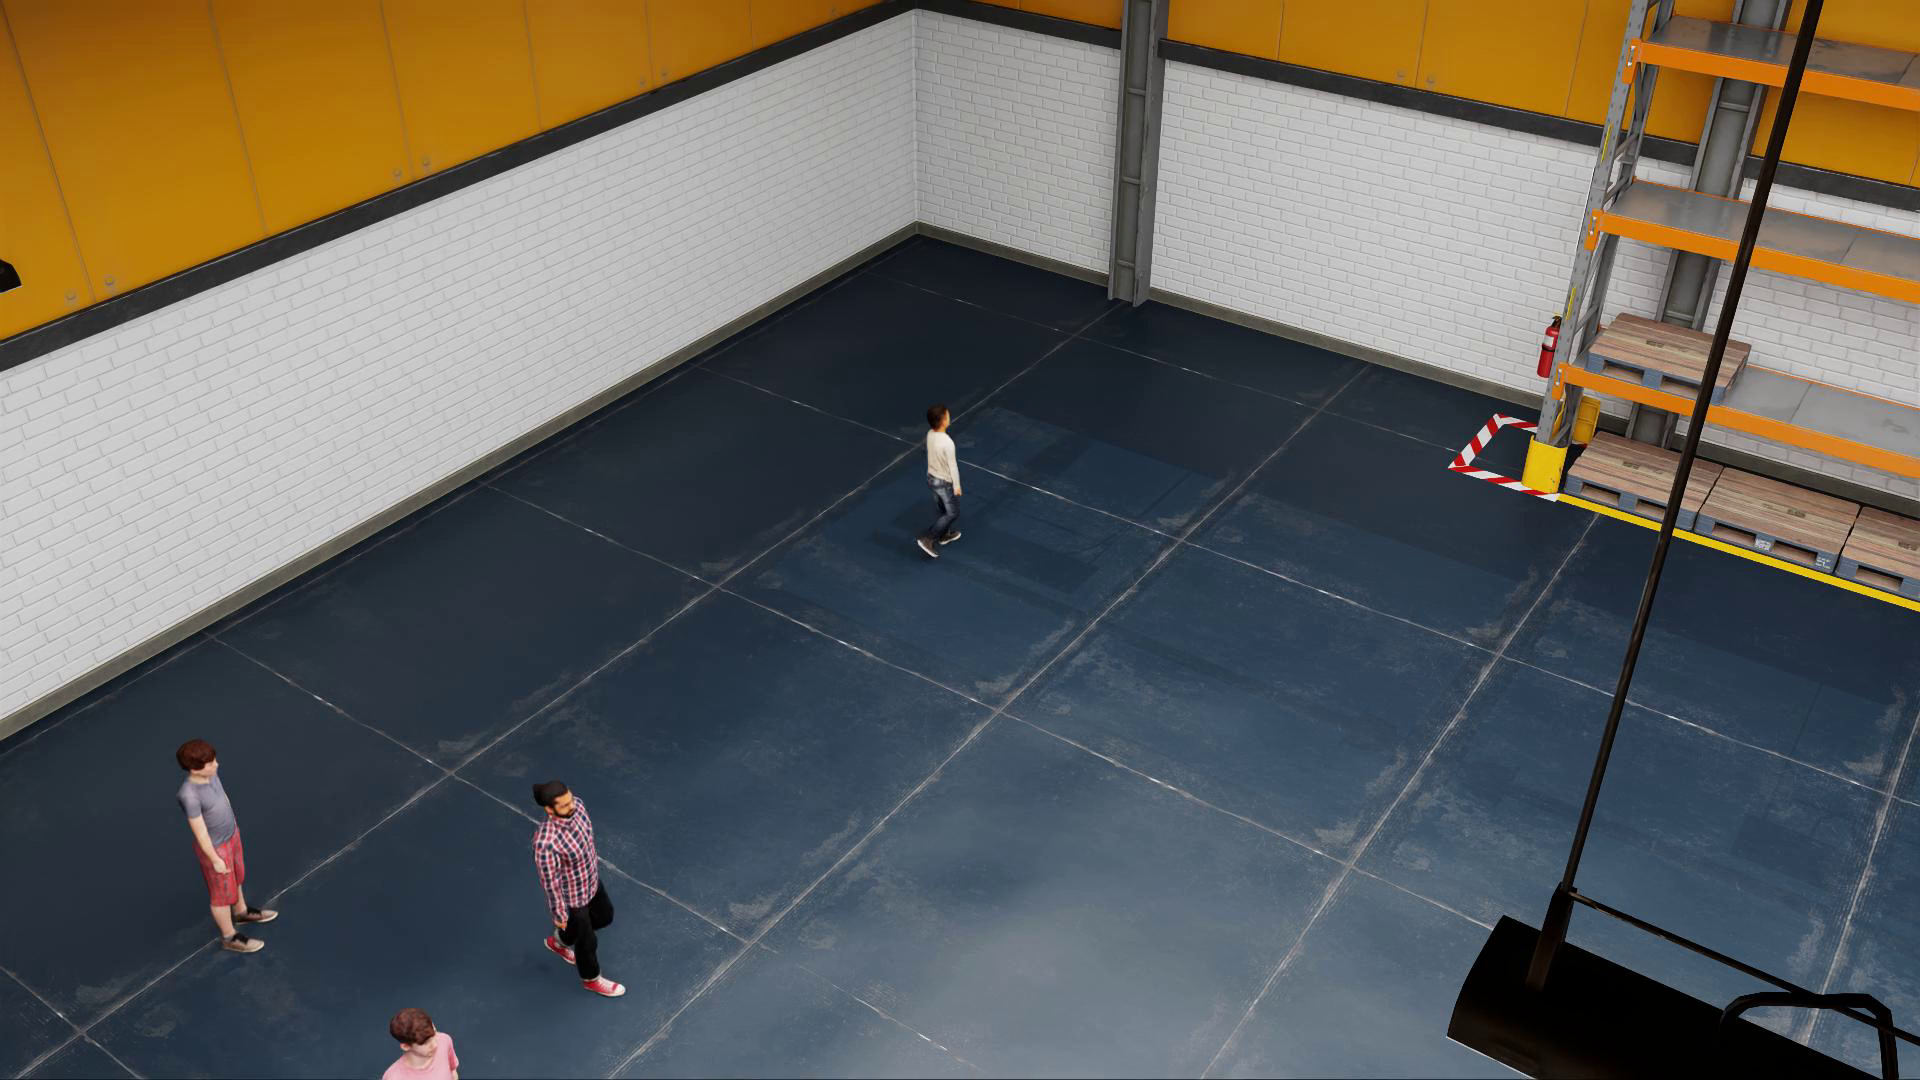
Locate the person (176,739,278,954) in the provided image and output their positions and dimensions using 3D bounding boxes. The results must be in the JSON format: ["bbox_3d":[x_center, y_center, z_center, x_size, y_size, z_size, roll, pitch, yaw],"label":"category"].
[{"bbox_3d":[-4.852,1.964,10.835,0.686,1.648,0.655,1,34,1],"label":"person"}]

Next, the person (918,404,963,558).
[{"bbox_3d":[-0.193,-0.508,14.727,0.799,1.456,0.812,-21,39,-28],"label":"person"}]

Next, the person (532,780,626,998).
[{"bbox_3d":[-2.473,2.165,10.443,0.941,1.747,0.864,8,34,11],"label":"person"}]

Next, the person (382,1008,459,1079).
[{"bbox_3d":[-2.868,3.162,8.800,1.251,1.904,0.709,18,38,25],"label":"person"}]
